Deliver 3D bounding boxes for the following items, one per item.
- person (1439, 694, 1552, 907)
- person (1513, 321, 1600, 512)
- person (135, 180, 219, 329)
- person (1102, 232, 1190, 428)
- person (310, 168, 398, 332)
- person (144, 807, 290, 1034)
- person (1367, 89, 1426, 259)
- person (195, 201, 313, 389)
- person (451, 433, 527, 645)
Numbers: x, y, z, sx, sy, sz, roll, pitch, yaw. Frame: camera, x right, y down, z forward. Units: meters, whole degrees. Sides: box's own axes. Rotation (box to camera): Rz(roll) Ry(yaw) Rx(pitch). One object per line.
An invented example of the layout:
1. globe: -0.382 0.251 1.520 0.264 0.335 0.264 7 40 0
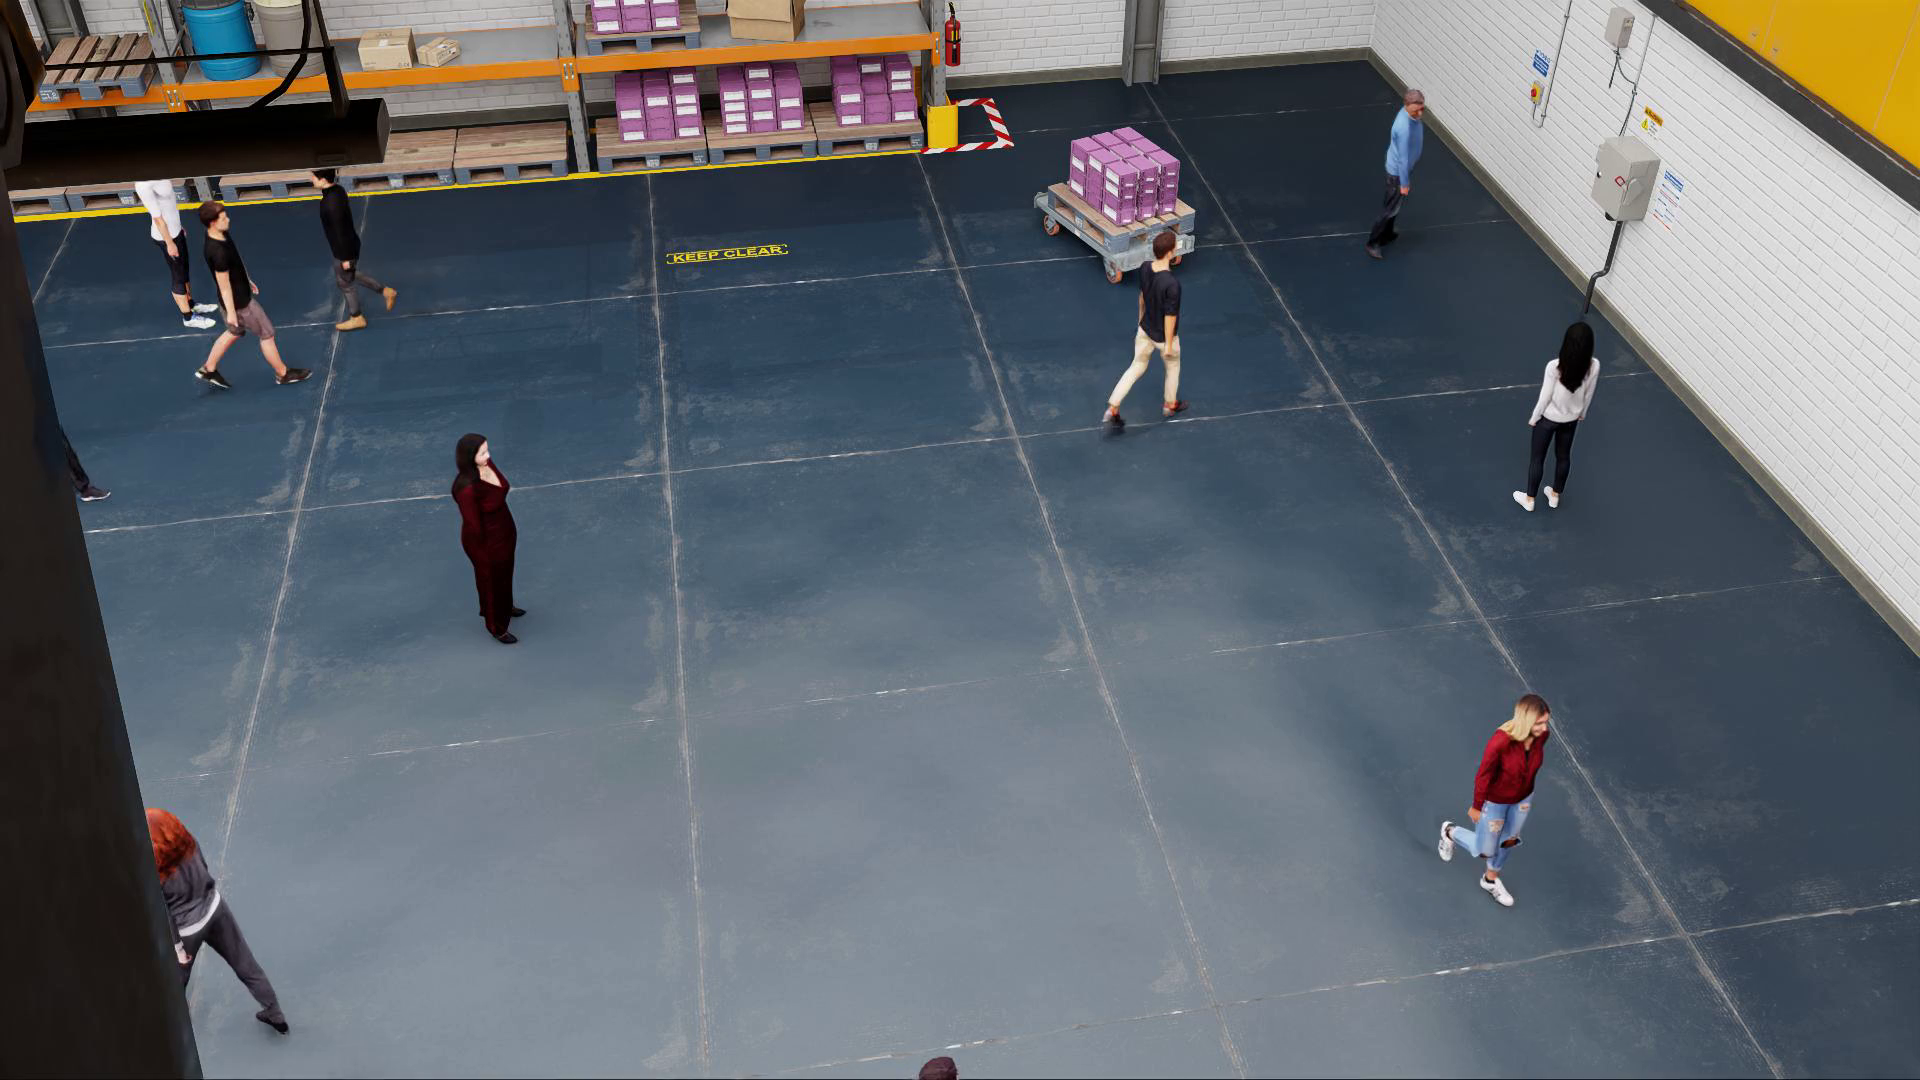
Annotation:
1. person: 3.260 1.522 10.107 0.813 1.622 0.773 -15 41 -18
2. person: 4.741 -0.977 13.173 0.474 1.700 0.675 -7 39 -9
3. person: -7.340 -2.856 15.404 0.577 1.851 0.678 -9 39 -11
4. person: 1.585 -1.719 14.004 1.242 1.822 0.988 -25 45 -28
5. person: -5.623 -2.729 15.357 0.820 1.712 0.635 -6 39 -7
6. person: -4.144 2.168 9.217 1.205 1.723 1.010 15 41 17
7. person: 4.373 -3.730 16.558 0.805 1.778 0.876 0 39 1
8. person: -6.400 -2.097 14.468 1.250 1.833 0.874 -17 42 -20
9. person: -3.398 -0.031 11.947 0.651 1.752 0.699 0 39 0
